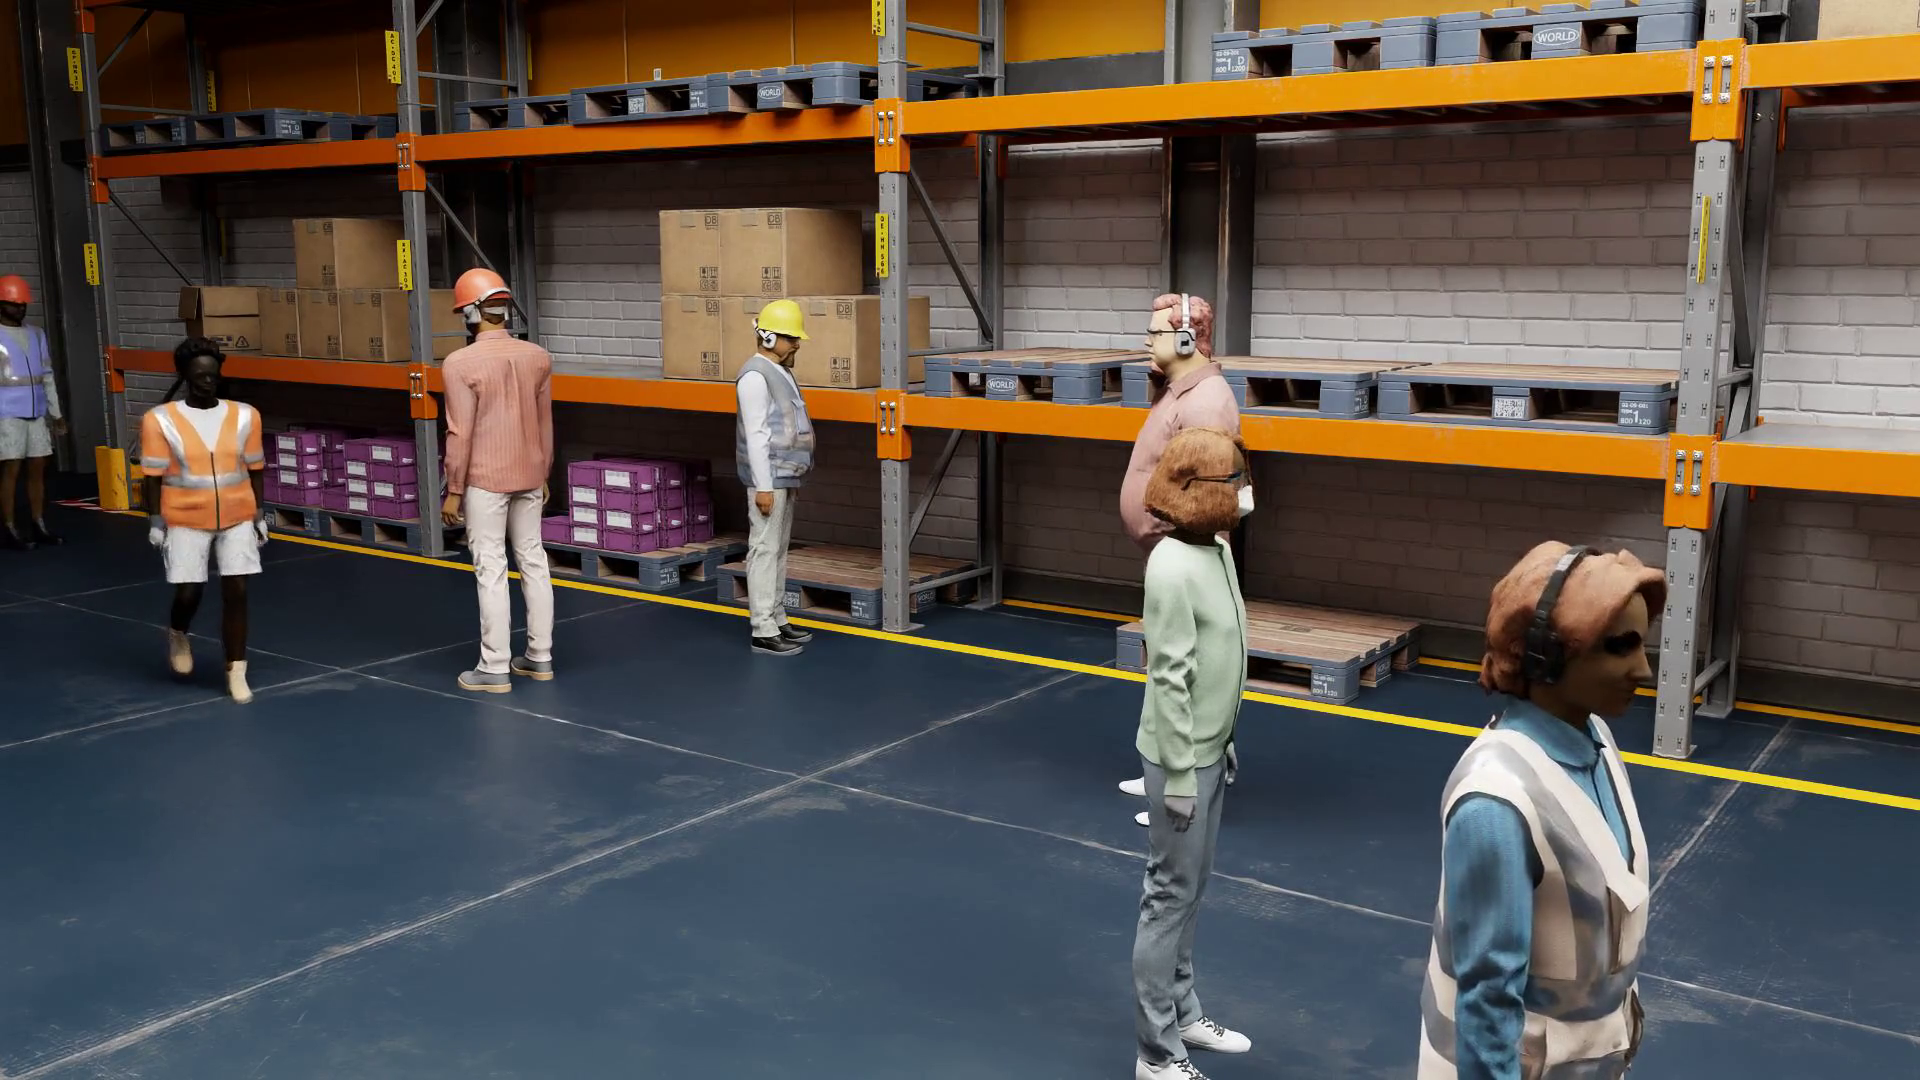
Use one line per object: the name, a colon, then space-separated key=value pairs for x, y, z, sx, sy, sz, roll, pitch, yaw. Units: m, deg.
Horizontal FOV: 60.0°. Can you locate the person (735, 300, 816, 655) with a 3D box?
person: x=-0.949 y=-0.326 z=8.631 sx=0.403 sy=1.823 sz=0.586 roll=1 pitch=10 yaw=7

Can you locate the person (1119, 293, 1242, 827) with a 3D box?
person: x=0.778 y=0.073 z=6.005 sx=0.409 sy=1.906 sz=0.652 roll=0 pitch=10 yaw=-2

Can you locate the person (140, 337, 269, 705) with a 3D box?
person: x=-3.484 y=-0.098 z=7.676 sx=0.540 sy=1.688 sz=0.545 roll=-7 pitch=12 yaw=-37

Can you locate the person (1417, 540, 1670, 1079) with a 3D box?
person: x=0.816 y=0.811 z=2.408 sx=0.311 sy=1.636 sz=0.523 roll=6 pitch=11 yaw=32

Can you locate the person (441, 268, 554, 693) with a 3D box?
person: x=-2.184 y=-0.277 z=7.848 sx=0.392 sy=1.986 sz=0.611 roll=7 pitch=12 yaw=35

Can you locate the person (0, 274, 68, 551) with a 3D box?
person: x=-6.601 y=-0.890 z=11.696 sx=0.377 sy=1.930 sz=0.557 roll=4 pitch=10 yaw=20

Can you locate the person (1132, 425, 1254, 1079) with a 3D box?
person: x=0.578 y=0.534 z=4.062 sx=0.281 sy=1.636 sz=0.500 roll=3 pitch=10 yaw=20
